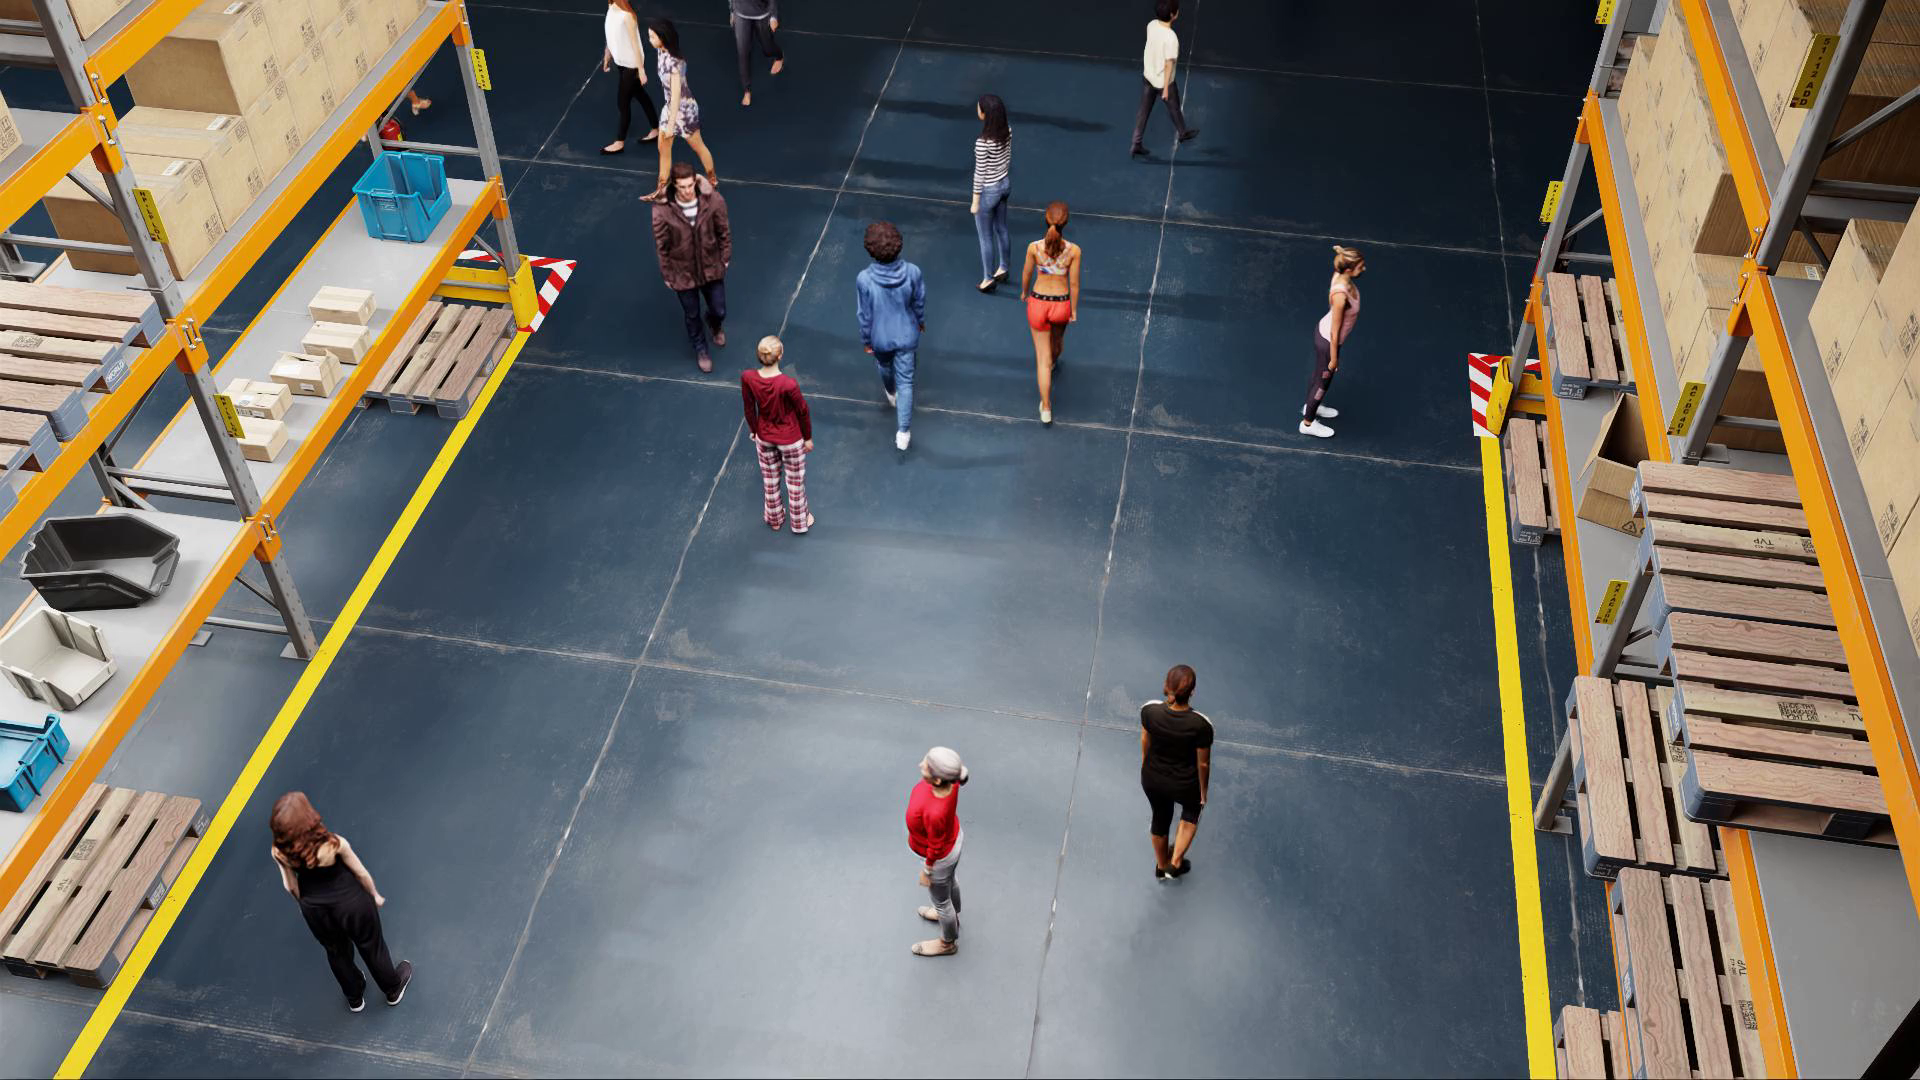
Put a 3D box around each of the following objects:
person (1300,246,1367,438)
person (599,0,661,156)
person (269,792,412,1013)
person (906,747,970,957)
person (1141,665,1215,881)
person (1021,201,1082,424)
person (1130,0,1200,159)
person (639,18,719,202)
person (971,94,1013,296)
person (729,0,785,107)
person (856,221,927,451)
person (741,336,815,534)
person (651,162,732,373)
[{"bbox_3d":[2.760,-1.507,12.415,0.602,1.648,0.452,8,44,8],"label":"person"},{"bbox_3d":[-2.993,-4.438,15.454,0.997,1.700,0.966,-21,48,-21],"label":"person"},{"bbox_3d":[-3.293,1.917,8.749,0.639,1.747,0.608,-4,44,-4],"label":"person"},{"bbox_3d":[-0.105,1.683,9.034,0.596,1.694,0.472,6,44,7],"label":"person"},{"bbox_3d":[1.165,1.392,9.369,0.672,1.653,0.666,21,48,21],"label":"person"},{"bbox_3d":[0.668,-1.673,12.515,0.675,1.750,1.133,2,44,2],"label":"person"},{"bbox_3d":[1.775,-4.225,15.335,1.031,1.556,0.992,-23,48,-22],"label":"person"},{"bbox_3d":[-2.410,-3.826,14.813,1.094,1.697,1.004,-32,52,-29],"label":"person"},{"bbox_3d":[0.268,-2.836,13.705,0.703,1.793,0.584,26,50,25],"label":"person"},{"bbox_3d":[-1.991,-5.173,16.230,0.659,1.694,1.007,9,44,10],"label":"person"},{"bbox_3d":[-0.482,-1.483,12.296,0.848,1.777,1.218,-2,44,-2],"label":"person"},{"bbox_3d":[-1.256,-0.736,11.571,0.634,1.696,0.526,12,45,12],"label":"person"},{"bbox_3d":[-2.085,-2.183,12.988,0.897,1.837,0.920,-12,45,-12],"label":"person"}]
